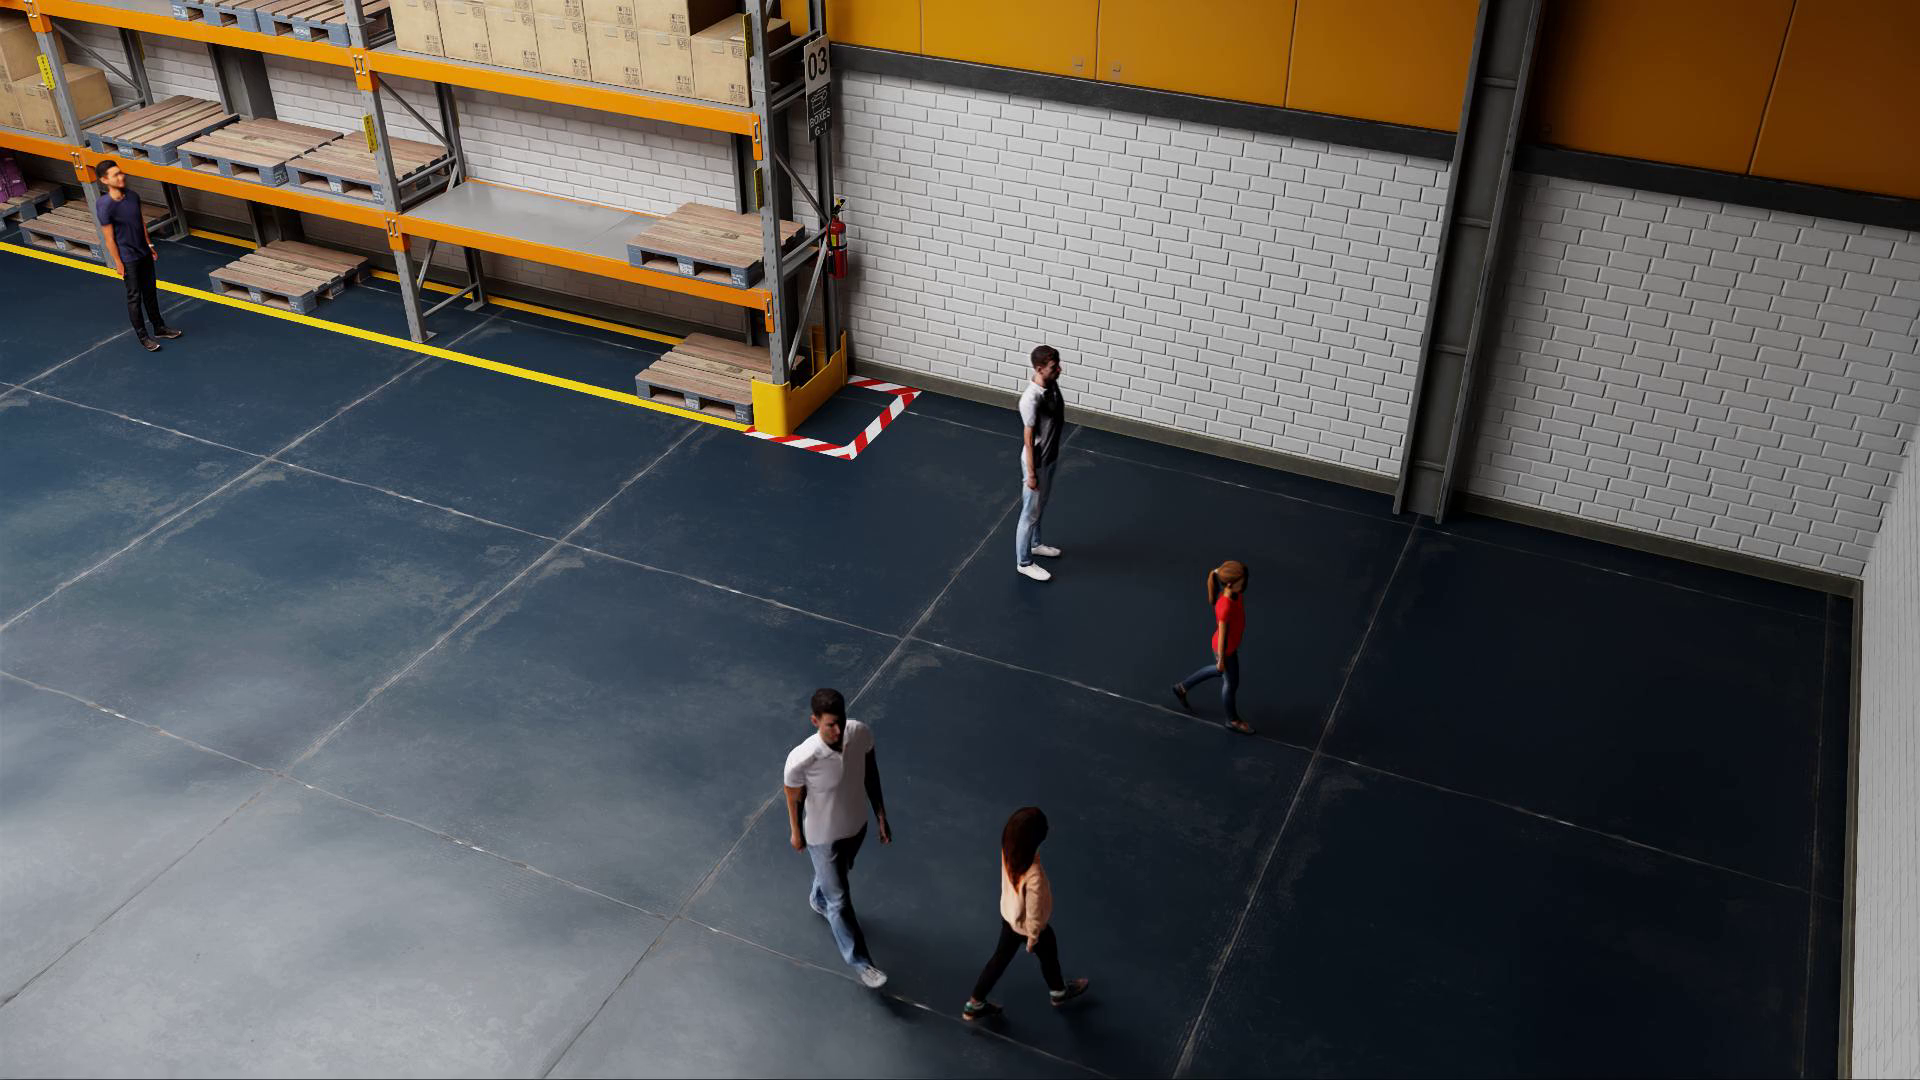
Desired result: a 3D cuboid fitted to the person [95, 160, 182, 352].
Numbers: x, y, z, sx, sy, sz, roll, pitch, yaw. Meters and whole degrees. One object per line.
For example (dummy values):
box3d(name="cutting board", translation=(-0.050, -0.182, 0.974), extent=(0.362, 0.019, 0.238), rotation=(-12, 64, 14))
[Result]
box3d(name="person", translation=(-7.652, -2.649, 15.365), extent=(0.564, 1.798, 0.667), rotation=(10, 35, 15))

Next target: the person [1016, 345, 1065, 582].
box3d(name="person", translation=(0.584, -0.600, 12.235), extent=(0.565, 1.850, 0.679), rotation=(11, 35, 16))

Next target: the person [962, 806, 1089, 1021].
box3d(name="person", translation=(0.279, 1.986, 8.702), extent=(1.000, 1.454, 0.975), rotation=(-14, 36, -20))

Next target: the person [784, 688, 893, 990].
box3d(name="person", translation=(-0.720, 1.506, 9.098), extent=(0.973, 1.816, 1.214), rotation=(-26, 41, -33))

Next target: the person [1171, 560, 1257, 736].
box3d(name="person", translation=(1.679, 0.674, 10.821), extent=(0.845, 1.293, 0.534), rotation=(11, 35, 16))
